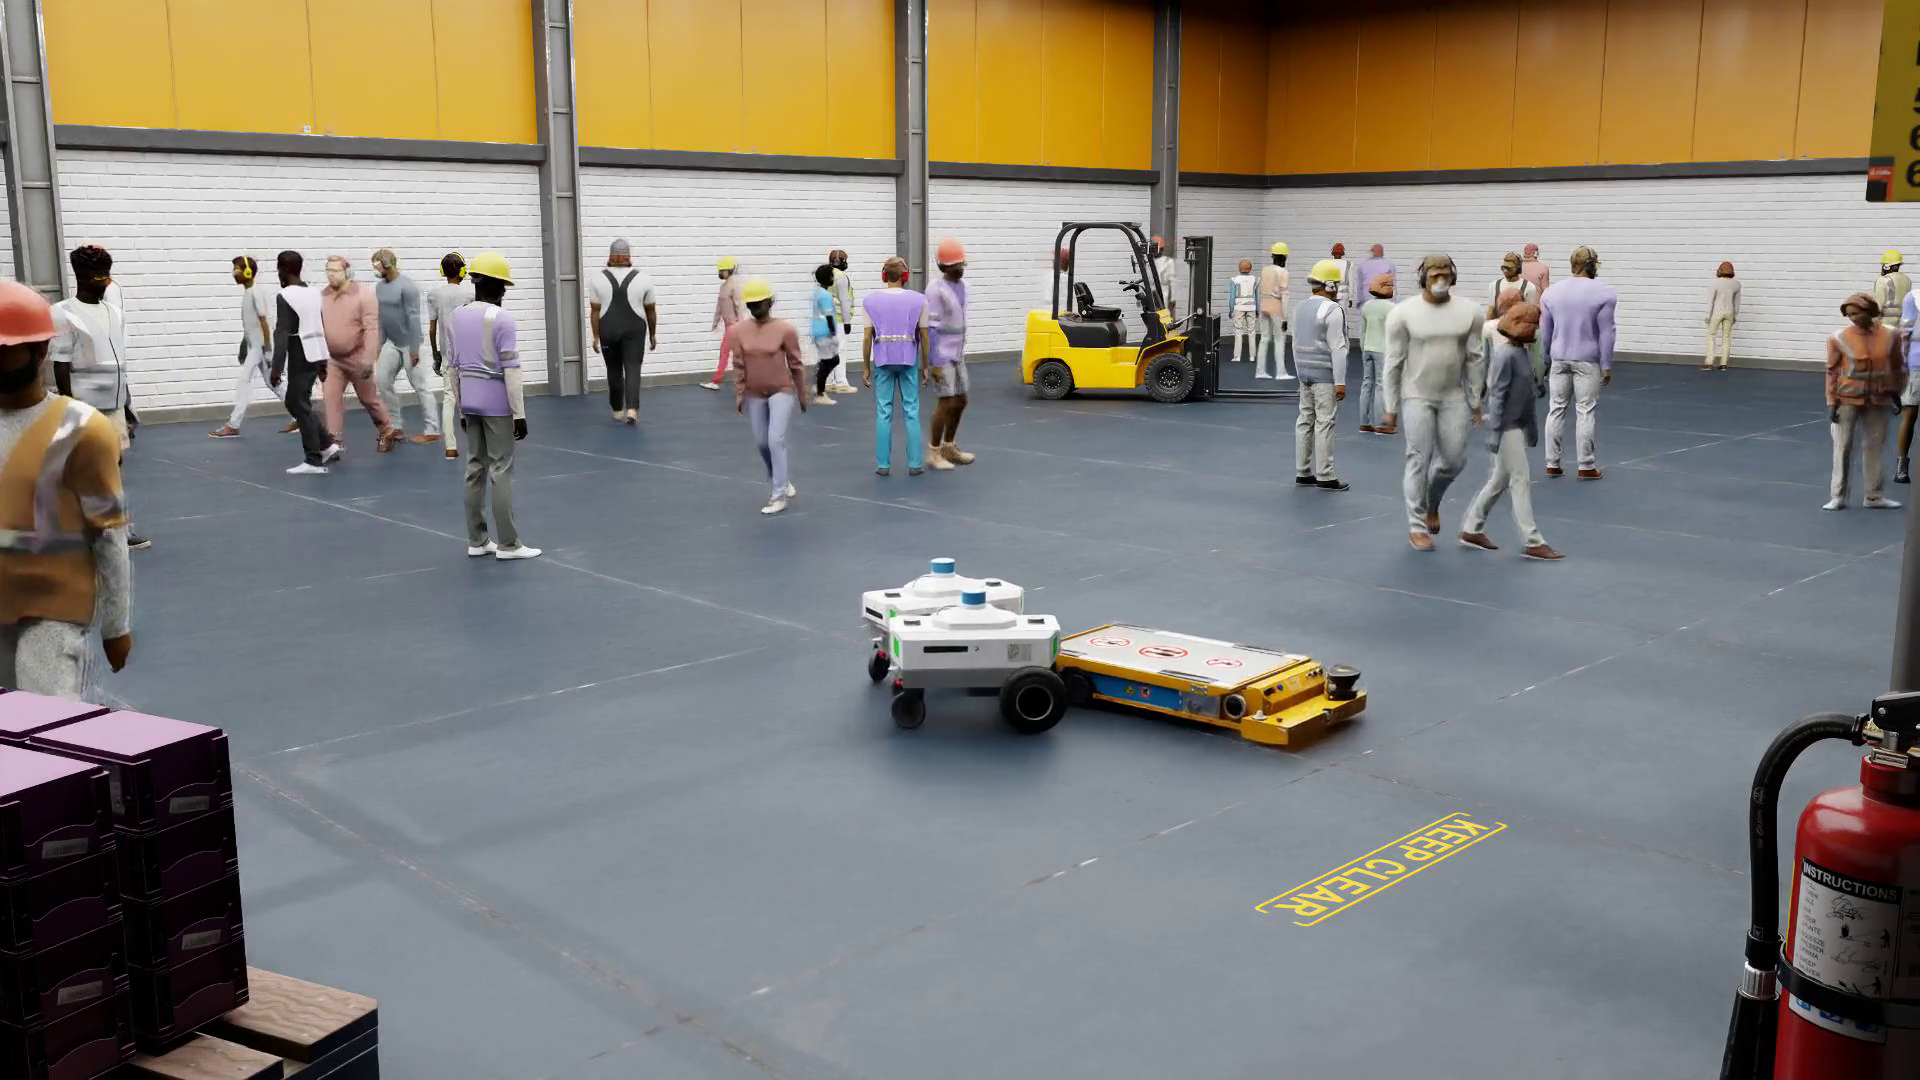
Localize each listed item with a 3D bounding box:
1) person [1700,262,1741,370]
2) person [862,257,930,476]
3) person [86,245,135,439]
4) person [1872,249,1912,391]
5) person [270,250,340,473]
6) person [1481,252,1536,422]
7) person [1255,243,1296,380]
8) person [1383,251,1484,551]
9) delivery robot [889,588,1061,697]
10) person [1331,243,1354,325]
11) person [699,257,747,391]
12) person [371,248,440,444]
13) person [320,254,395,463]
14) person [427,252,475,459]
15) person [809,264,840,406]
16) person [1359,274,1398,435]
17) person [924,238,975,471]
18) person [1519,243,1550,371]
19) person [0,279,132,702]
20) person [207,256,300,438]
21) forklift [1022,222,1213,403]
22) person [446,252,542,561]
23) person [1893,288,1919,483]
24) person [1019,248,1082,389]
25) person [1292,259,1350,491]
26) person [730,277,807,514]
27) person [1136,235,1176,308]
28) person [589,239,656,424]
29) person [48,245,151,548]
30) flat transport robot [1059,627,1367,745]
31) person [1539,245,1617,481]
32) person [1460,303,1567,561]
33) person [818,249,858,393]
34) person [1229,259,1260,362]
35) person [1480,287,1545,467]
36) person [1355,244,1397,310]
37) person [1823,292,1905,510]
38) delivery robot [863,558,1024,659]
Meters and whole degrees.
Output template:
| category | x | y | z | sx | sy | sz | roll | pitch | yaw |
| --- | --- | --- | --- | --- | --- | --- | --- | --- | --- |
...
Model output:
| category | x | y | z | sx | sy | sz | roll | pitch | yaw |
| --- | --- | --- | --- | --- | --- | --- | --- | --- | --- |
| person | 11.463 | -3.364 | 25.024 | 0.514 | 1.626 | 0.297 | -1 | 10 | -4 |
| person | -0.538 | -1.447 | 13.975 | 0.566 | 1.841 | 0.381 | 0 | 10 | -2 |
| person | -8.464 | -1.956 | 16.518 | 0.368 | 1.929 | 0.542 | -7 | 12 | -33 |
| person | 12.010 | -2.837 | 21.572 | 0.590 | 1.837 | 0.404 | -5 | 12 | -27 |
| person | -5.600 | -1.502 | 14.114 | 0.453 | 1.900 | 0.601 | 0 | 10 | 0 |
| person | 5.924 | -2.174 | 17.955 | 0.507 | 1.839 | 0.351 | 7 | 12 | 33 |
| person | 4.438 | -3.198 | 23.390 | 0.552 | 1.919 | 0.628 | -5 | 12 | -27 |
| person | 3.043 | -0.898 | 10.765 | 0.649 | 1.920 | 0.509 | 0 | 10 | -3 |
| delivery robot | 0.055 | 0.442 | 6.931 | 0.707 | 0.478 | 0.477 | -1 | 10 | -3 |
| person | 6.555 | -4.212 | 28.944 | 0.574 | 1.883 | 0.356 | 1 | 10 | 6 |
| person | -3.073 | -2.799 | 21.663 | 0.870 | 1.726 | 0.543 | -5 | 11 | -24 |
| person | -5.451 | -1.862 | 16.126 | 0.636 | 1.902 | 0.597 | 7 | 13 | 35 |
| person | -5.531 | -1.667 | 15.130 | 0.636 | 1.862 | 0.982 | 2 | 11 | 9 |
| person | -4.534 | -1.660 | 15.061 | 0.512 | 1.872 | 0.328 | 0 | 10 | 1 |
| person | -1.580 | -2.427 | 19.761 | 0.370 | 1.684 | 0.539 | -2 | 11 | -9 |
| person | 4.278 | -1.893 | 16.983 | 0.286 | 1.632 | 0.501 | -5 | 12 | -26 |
| person | -0.085 | -1.574 | 14.249 | 0.525 | 1.993 | 0.675 | 6 | 12 | 31 |
| person | 8.431 | -3.435 | 24.663 | 0.638 | 1.902 | 0.407 | 8 | 13 | 37 |
| person | -2.746 | 0.187 | 4.914 | 0.548 | 1.904 | 0.856 | 2 | 11 | 9 |
| person | -7.122 | -1.951 | 16.826 | 0.982 | 1.818 | 0.541 | -6 | 12 | -29 |
| forklift | 1.935 | -2.847 | 20.651 | 2.313 | 2.155 | 1.214 | 2 | 11 | 13 |
| person | -2.924 | -0.827 | 10.391 | 0.585 | 1.917 | 0.382 | 7 | 12 | 32 |
| person | 7.944 | -1.419 | 13.563 | 0.544 | 1.939 | 0.354 | 3 | 11 | 16 |
| person | 1.217 | -2.883 | 21.777 | 0.781 | 1.863 | 0.593 | -4 | 11 | -19 |
| person | 2.880 | -1.303 | 13.217 | 0.404 | 1.834 | 0.589 | -5 | 11 | -25 |
| person | -1.376 | -1.086 | 12.320 | 0.528 | 1.724 | 0.695 | 3 | 11 | 17 |
| person | 3.318 | -4.112 | 28.021 | 0.634 | 2.021 | 0.527 | 8 | 13 | 36 |
| person | -3.639 | -2.283 | 17.996 | 0.695 | 2.000 | 1.022 | -2 | 11 | -9 |
| person | -5.473 | -0.879 | 10.556 | 0.368 | 1.961 | 0.603 | 2 | 11 | 13 |
| flat transport robot | 0.951 | 0.587 | 7.172 | 1.431 | 0.197 | 0.652 | 9 | 14 | 40 |
| person | 5.099 | -1.459 | 13.788 | 0.629 | 1.937 | 0.376 | 9 | 14 | 41 |
| person | 3.525 | -0.696 | 10.527 | 0.703 | 1.603 | 0.521 | 7 | 12 | 33 |
| person | -1.579 | -2.814 | 21.446 | 0.430 | 1.840 | 0.621 | -7 | 12 | -32 |
| person | 4.540 | -3.649 | 26.547 | 0.522 | 1.636 | 0.310 | -2 | 11 | -8 |
| person | 4.484 | -1.261 | 13.596 | 0.521 | 1.604 | 0.782 | 9 | 14 | 40 |
| person | 7.022 | -4.058 | 28.145 | 0.736 | 1.874 | 0.567 | 6 | 12 | 32 |
| person | 6.664 | -1.000 | 12.170 | 0.667 | 1.610 | 0.339 | 1 | 10 | 7 |
| delivery robot | -0.076 | 0.326 | 7.561 | 0.707 | 0.478 | 0.477 | -5 | 12 | -27 |
